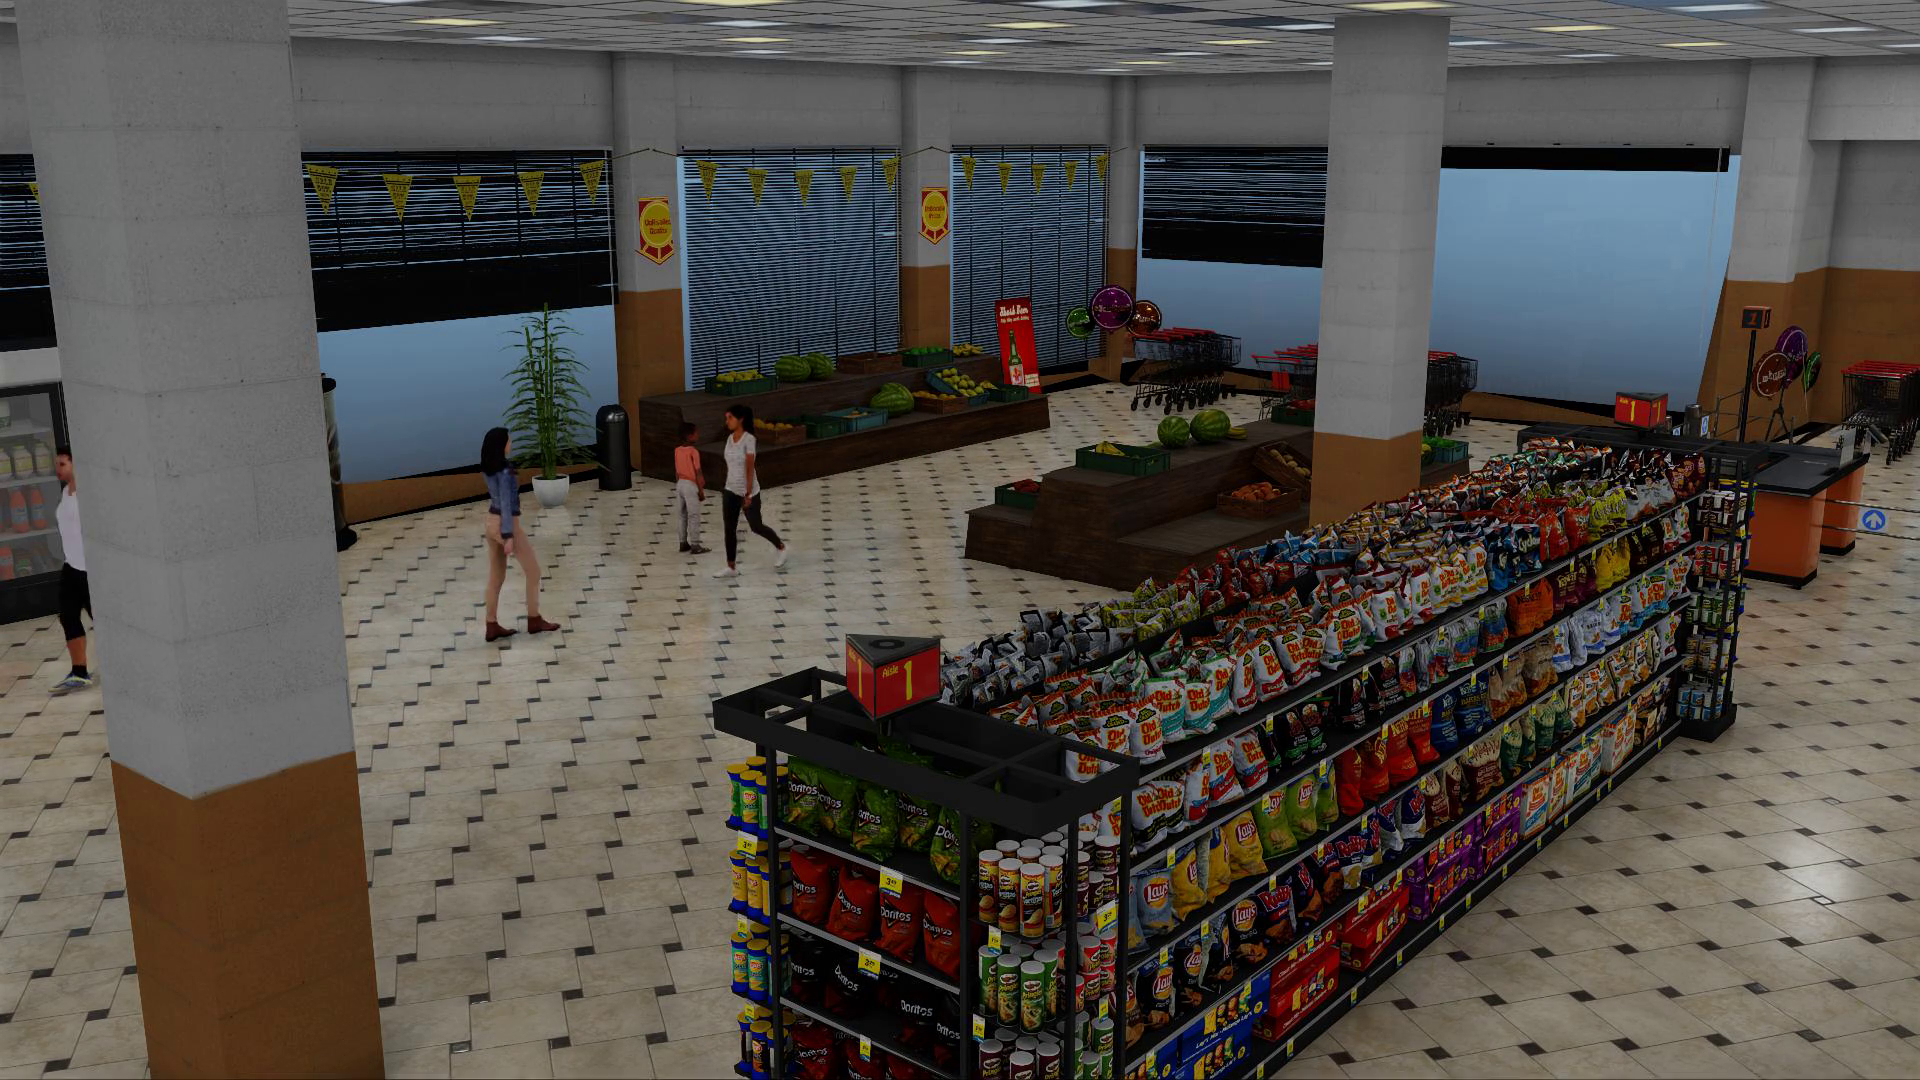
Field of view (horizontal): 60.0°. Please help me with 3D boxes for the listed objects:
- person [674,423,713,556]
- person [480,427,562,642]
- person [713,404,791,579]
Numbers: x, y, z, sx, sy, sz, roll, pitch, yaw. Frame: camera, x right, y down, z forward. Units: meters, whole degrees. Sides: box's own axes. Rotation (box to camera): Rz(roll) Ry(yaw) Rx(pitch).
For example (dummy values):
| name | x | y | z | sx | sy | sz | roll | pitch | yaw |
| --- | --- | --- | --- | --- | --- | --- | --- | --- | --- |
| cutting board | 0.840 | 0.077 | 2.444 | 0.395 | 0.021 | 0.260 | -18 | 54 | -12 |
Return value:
| name | x | y | z | sx | sy | sz | roll | pitch | yaw |
| --- | --- | --- | --- | --- | --- | --- | --- | --- | --- |
| person | -2.688 | -0.512 | 16.454 | 0.481 | 1.310 | 0.470 | 11 | 17 | 37 |
| person | -3.788 | -0.029 | 13.512 | 0.854 | 1.758 | 0.691 | -12 | 18 | -40 |
| person | -1.960 | -0.458 | 15.561 | 0.631 | 1.625 | 1.037 | 12 | 18 | 41 |
